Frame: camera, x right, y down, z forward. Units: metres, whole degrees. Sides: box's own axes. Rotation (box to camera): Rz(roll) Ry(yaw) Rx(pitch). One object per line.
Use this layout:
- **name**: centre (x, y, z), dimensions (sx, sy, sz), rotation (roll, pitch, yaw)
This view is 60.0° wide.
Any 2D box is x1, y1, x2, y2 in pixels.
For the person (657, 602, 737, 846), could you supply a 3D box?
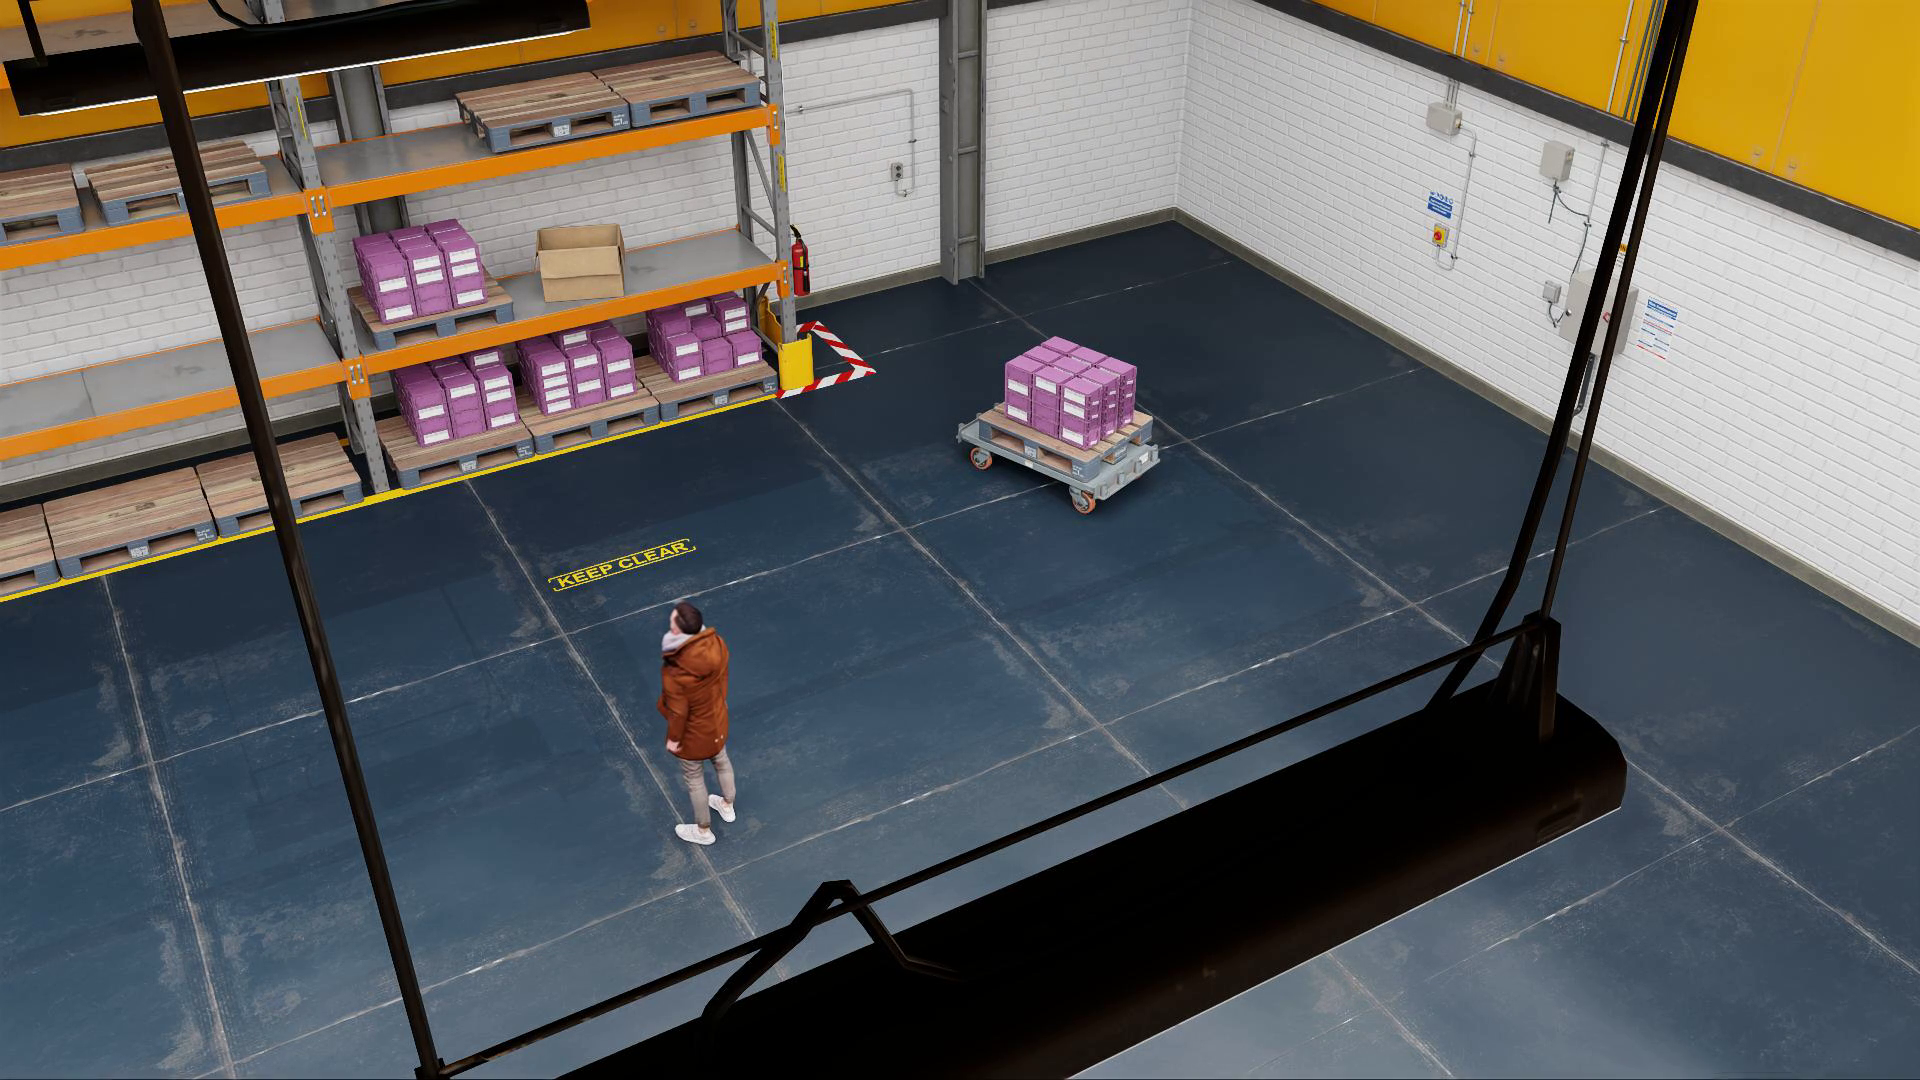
- **person**: centre (-1.665, 1.160, 10.630), dimensions (0.894, 1.839, 0.799), rotation (20, 38, 27)
